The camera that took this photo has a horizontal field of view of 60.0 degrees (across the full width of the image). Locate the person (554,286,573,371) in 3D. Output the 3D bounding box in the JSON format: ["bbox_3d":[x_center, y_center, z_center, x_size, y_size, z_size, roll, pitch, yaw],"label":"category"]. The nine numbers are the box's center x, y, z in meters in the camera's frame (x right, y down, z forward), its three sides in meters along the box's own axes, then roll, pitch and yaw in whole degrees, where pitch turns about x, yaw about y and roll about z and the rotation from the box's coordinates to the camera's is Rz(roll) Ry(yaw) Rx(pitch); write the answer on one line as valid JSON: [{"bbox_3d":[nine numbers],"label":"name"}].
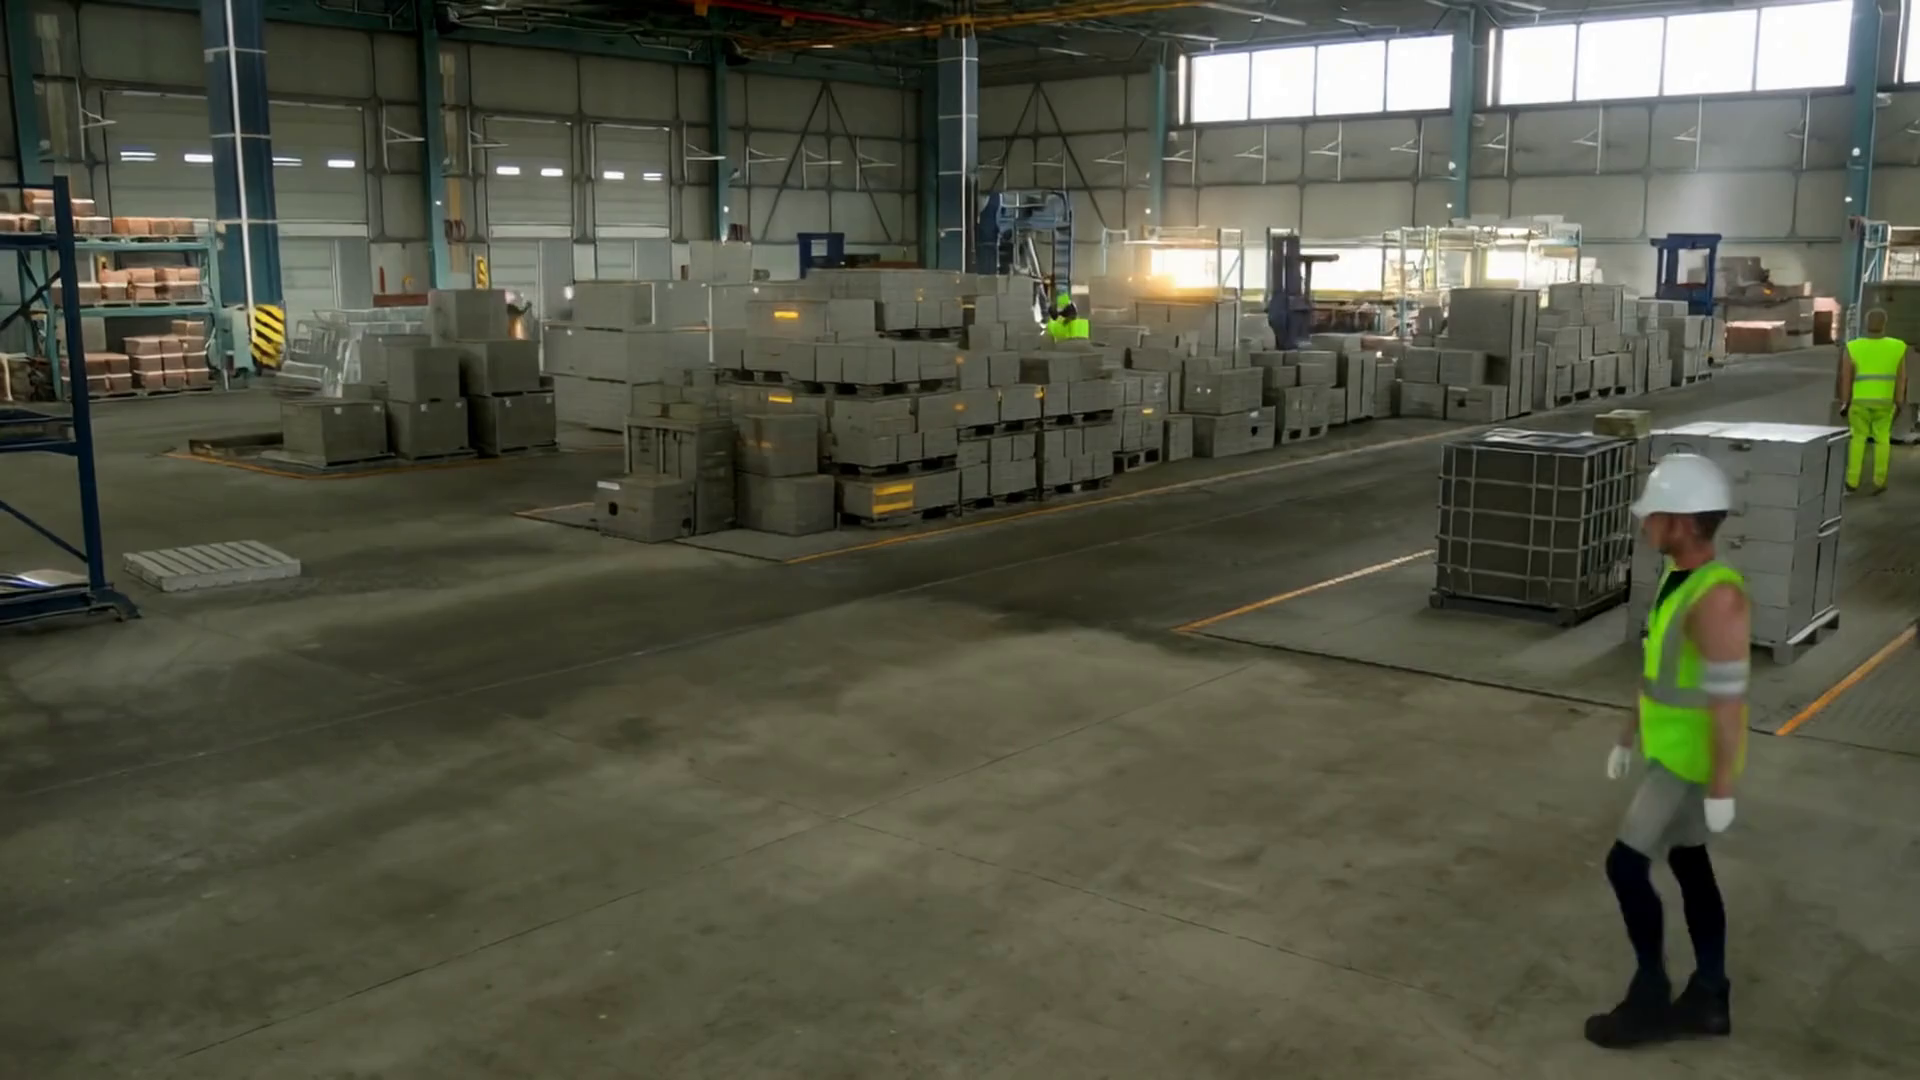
[{"bbox_3d":[-6.640,-3.429,28.739,0.651,1.884,1.008,6,12,32],"label":"person"}]

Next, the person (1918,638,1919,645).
[{"bbox_3d":[6.446,-0.115,10.551,0.889,1.653,0.545,-8,13,-38],"label":"person"}]

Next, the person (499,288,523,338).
[{"bbox_3d":[-7.512,-3.166,27.246,0.646,1.885,0.953,4,11,22],"label":"person"}]

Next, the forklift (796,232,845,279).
[{"bbox_3d":[-2.553,-4.254,30.612,1.873,2.768,1.129,8,13,40],"label":"forklift"}]

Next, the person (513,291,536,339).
[{"bbox_3d":[-7.813,-3.546,29.700,0.517,1.798,0.971,-1,10,-3],"label":"person"}]

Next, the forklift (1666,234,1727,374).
[{"bbox_3d":[14.498,-4.684,33.062,1.129,2.768,1.873,8,13,40],"label":"forklift"}]

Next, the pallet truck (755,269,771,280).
[{"bbox_3d":[-4.996,-6.432,45.525,1.885,1.965,0.823,-6,12,-32],"label":"pallet truck"}]

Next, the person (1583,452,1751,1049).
[{"bbox_3d":[2.246,0.674,5.318,0.641,1.914,0.557,2,10,14],"label":"person"}]

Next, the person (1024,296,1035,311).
[{"bbox_3d":[1.937,-6.491,46.099,0.549,1.914,0.569,5,11,27],"label":"person"}]

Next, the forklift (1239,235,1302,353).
[{"bbox_3d":[7.021,-5.217,36.096,1.873,2.768,1.129,7,12,36],"label":"forklift"}]

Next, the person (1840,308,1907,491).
[{"bbox_3d":[9.562,-1.462,17.444,0.593,1.922,0.391,3,11,19],"label":"person"}]
